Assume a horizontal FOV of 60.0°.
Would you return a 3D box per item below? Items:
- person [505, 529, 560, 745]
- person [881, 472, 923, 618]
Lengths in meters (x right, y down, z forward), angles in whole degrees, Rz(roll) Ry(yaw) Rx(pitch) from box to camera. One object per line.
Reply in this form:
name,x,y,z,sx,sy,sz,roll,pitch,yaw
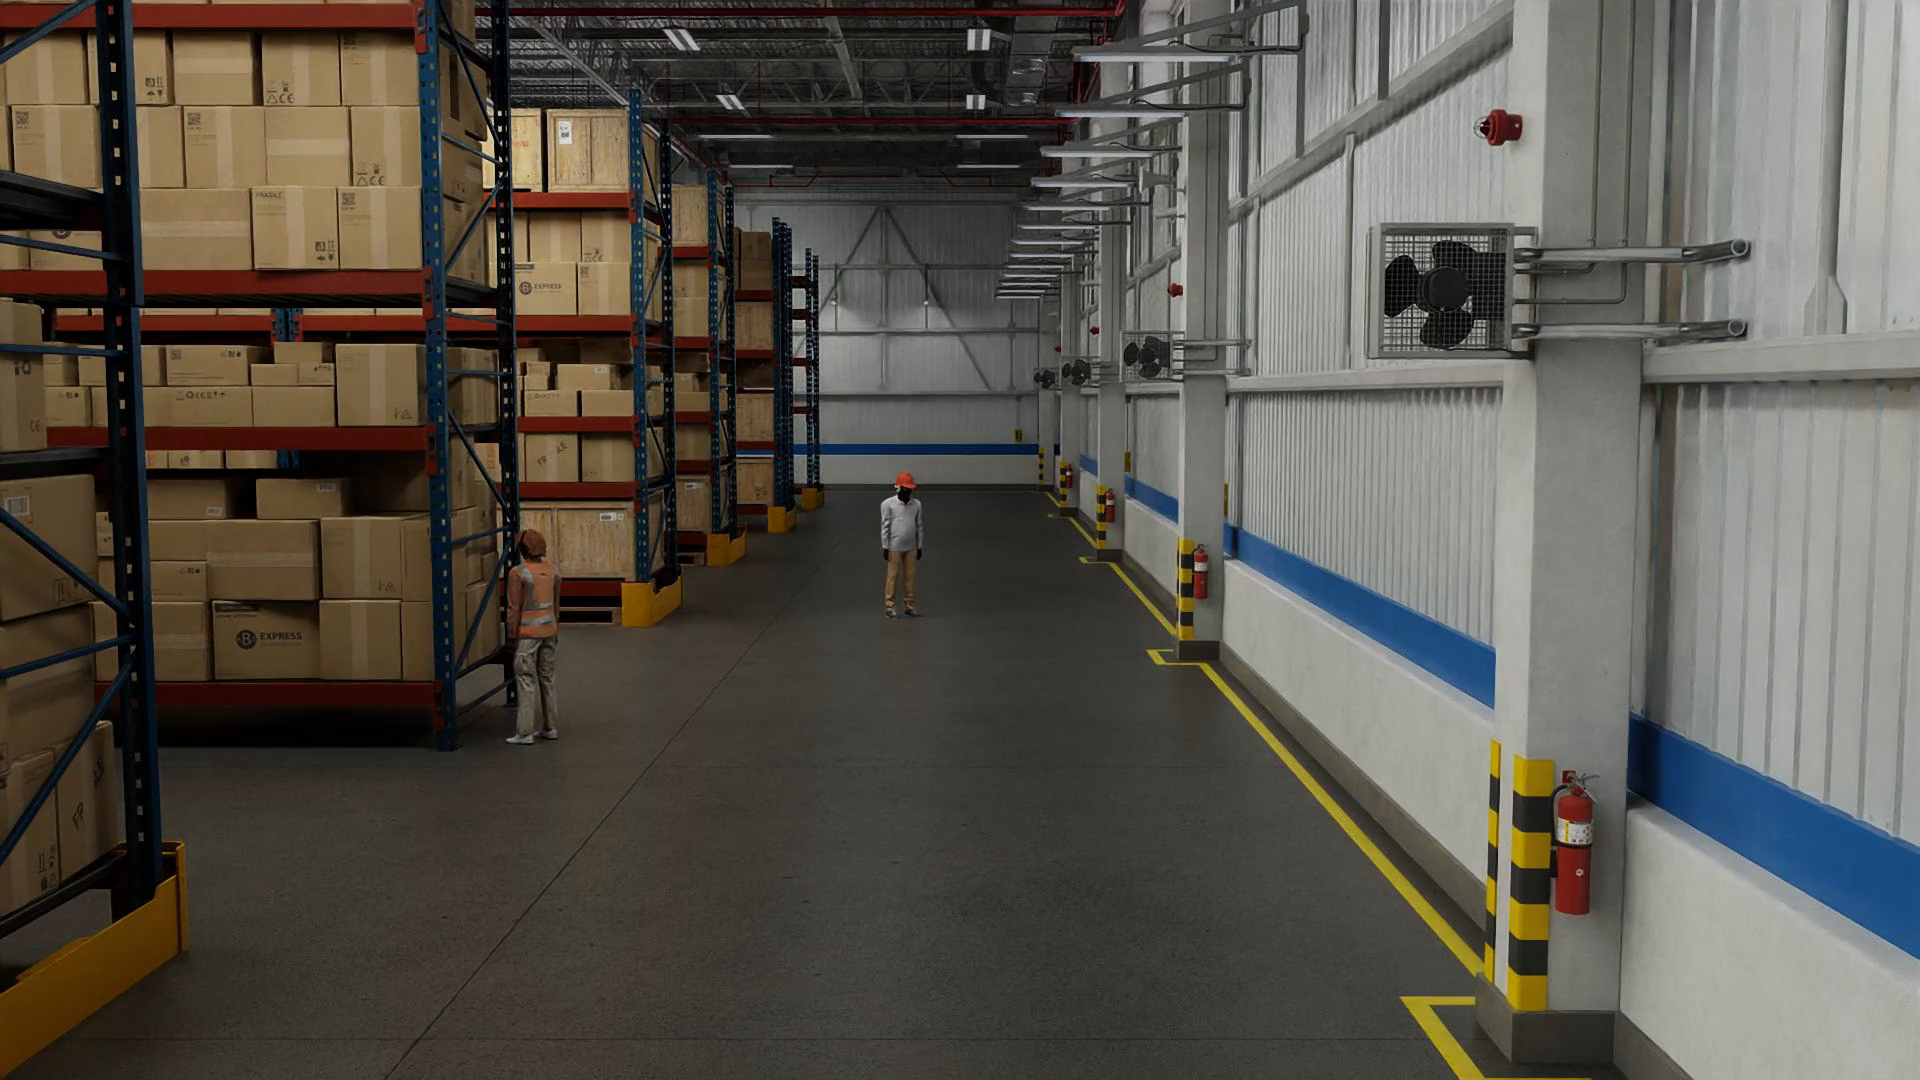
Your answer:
person,-3.224,0.731,12.601,0.315,1.631,0.524,3,6,29
person,-0.670,0.061,19.750,0.563,1.743,0.351,-3,6,-31
